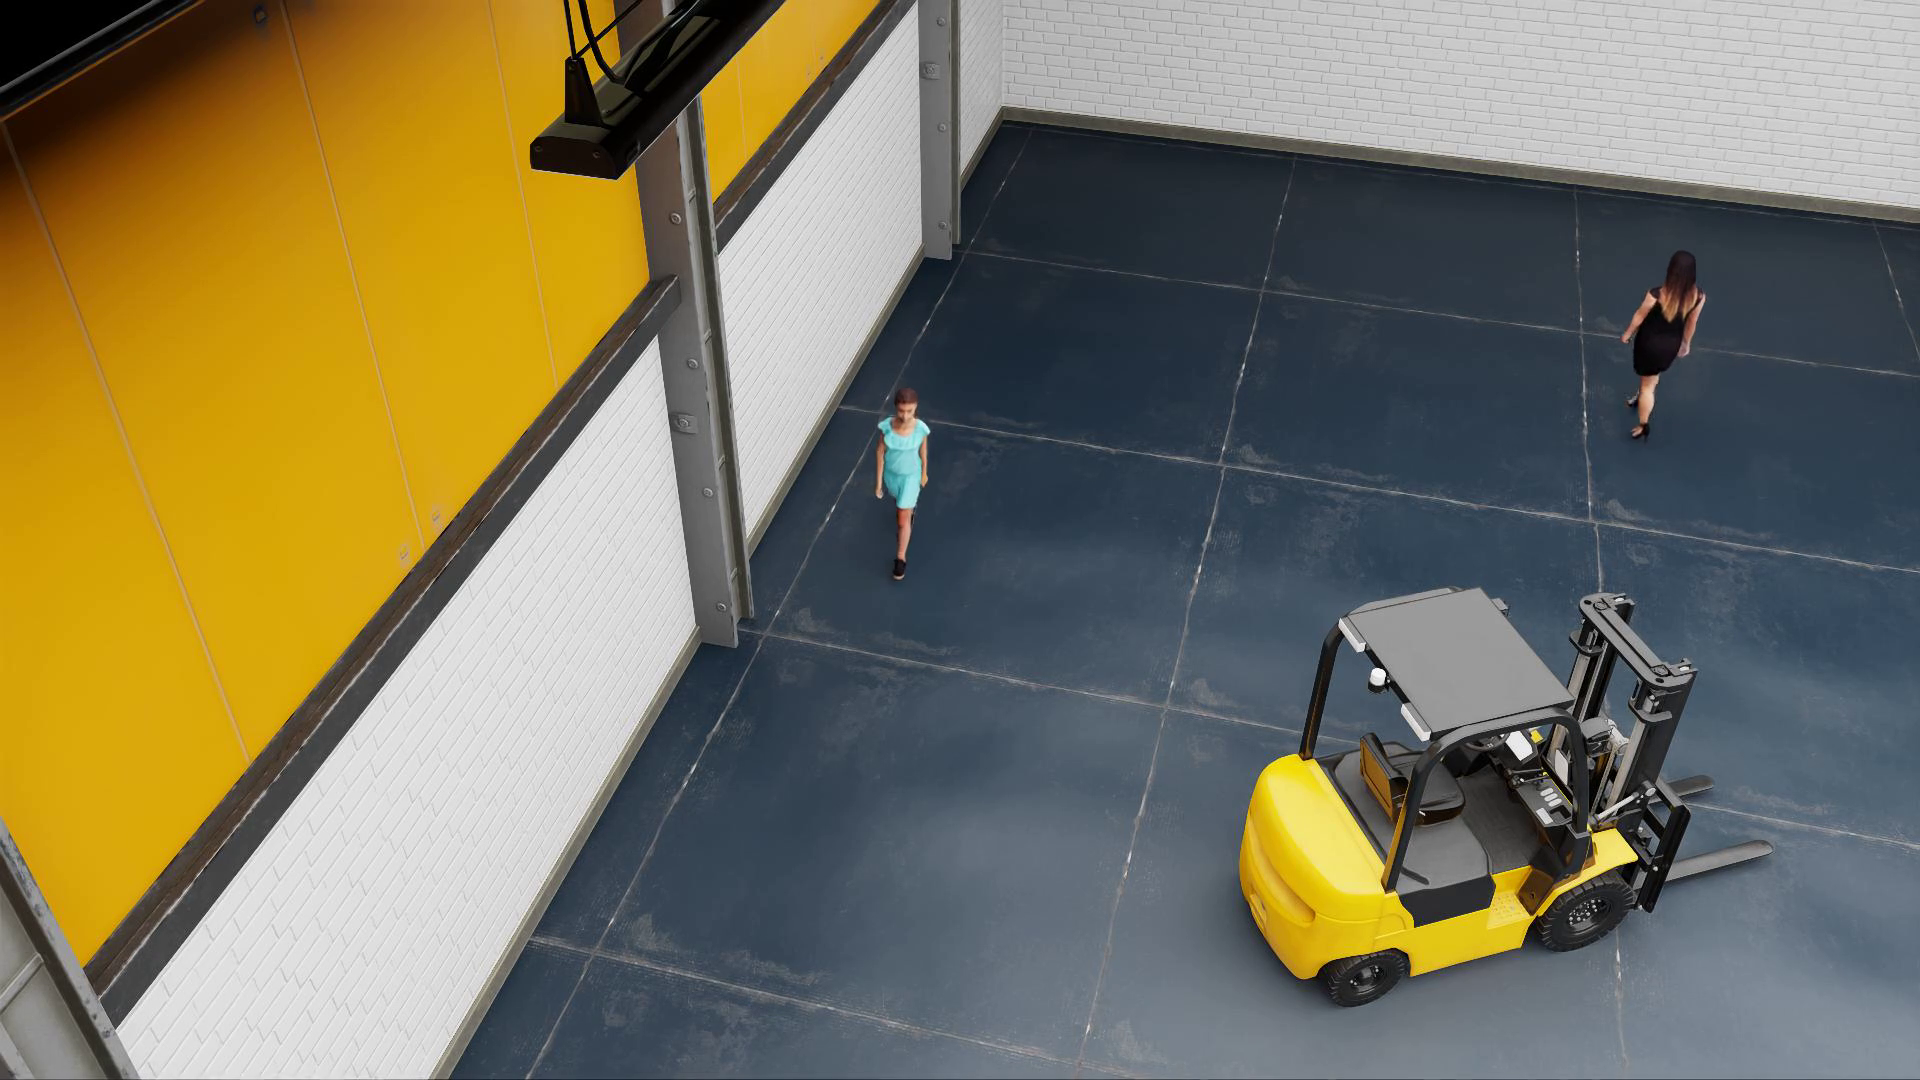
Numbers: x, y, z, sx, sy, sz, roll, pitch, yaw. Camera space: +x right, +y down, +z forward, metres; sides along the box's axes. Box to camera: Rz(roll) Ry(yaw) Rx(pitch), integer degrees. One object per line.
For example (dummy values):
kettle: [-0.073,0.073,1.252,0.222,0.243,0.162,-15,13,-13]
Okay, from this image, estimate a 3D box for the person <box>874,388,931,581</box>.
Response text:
person: [-0.427,-0.538,12.673,0.590,1.524,1.080,8,39,10]

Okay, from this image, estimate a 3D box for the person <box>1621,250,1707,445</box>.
person: [5.834,-1.551,13.809,0.839,1.690,0.962,-5,39,-6]
